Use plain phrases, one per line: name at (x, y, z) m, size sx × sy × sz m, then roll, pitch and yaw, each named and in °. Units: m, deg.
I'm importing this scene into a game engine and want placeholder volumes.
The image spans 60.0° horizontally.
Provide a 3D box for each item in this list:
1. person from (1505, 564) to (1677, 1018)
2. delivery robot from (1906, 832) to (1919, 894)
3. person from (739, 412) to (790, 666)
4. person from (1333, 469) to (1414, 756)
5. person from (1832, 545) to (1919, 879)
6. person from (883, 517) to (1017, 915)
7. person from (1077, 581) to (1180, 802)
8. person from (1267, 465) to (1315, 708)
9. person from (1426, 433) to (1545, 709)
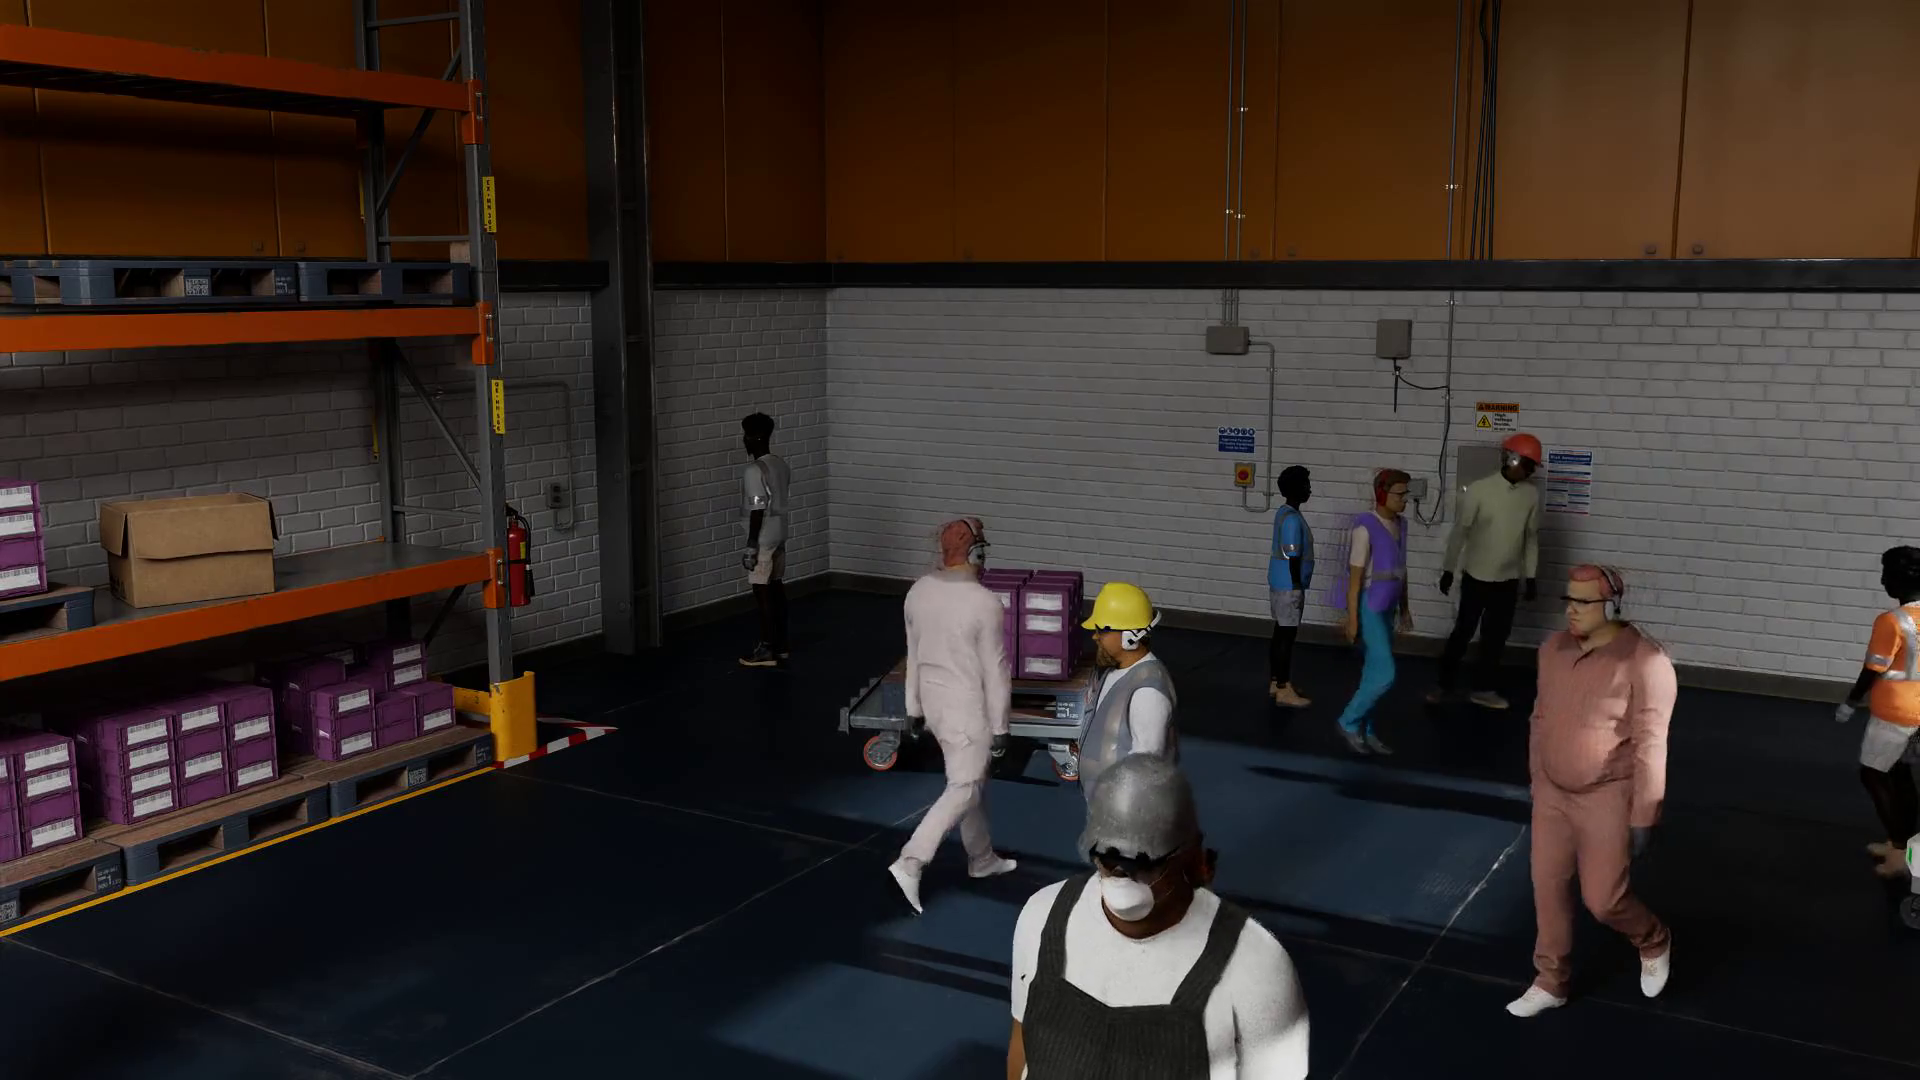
person at (2.590, 1.019, 6.746) m, size 0.649 × 1.885 × 0.657 m, roll -5°, pitch 10°, yaw -28°
delivery robot at (4.707, 1.508, 7.539) m, size 0.477 × 0.478 × 0.707 m, roll -8°, pitch 12°, yaw -42°
person at (-1.524, -0.009, 12.908) m, size 0.361 × 1.962 × 0.617 m, roll 3°, pitch 9°, yaw 16°
person at (2.608, 0.457, 10.417) m, size 0.443 × 1.828 × 0.575 m, roll 7°, pitch 11°, yaw 36°
person at (4.738, 0.868, 8.334) m, size 0.543 × 1.679 × 0.448 m, roll -6°, pitch 11°, yaw -34°
person at (-0.043, 0.824, 8.019) m, size 0.902 × 1.875 × 0.651 m, roll -8°, pitch 12°, yaw -40°
person at (0.666, 1.065, 6.666) m, size 0.404 × 1.824 × 0.586 m, roll -1°, pitch 9°, yaw -7°
person at (2.329, 0.319, 11.703) m, size 0.318 × 1.697 × 0.533 m, roll 0°, pitch 9°, yaw 3°
person at (3.670, 0.225, 11.515) m, size 0.710 × 1.944 × 0.510 m, roll -3°, pitch 10°, yaw -17°
